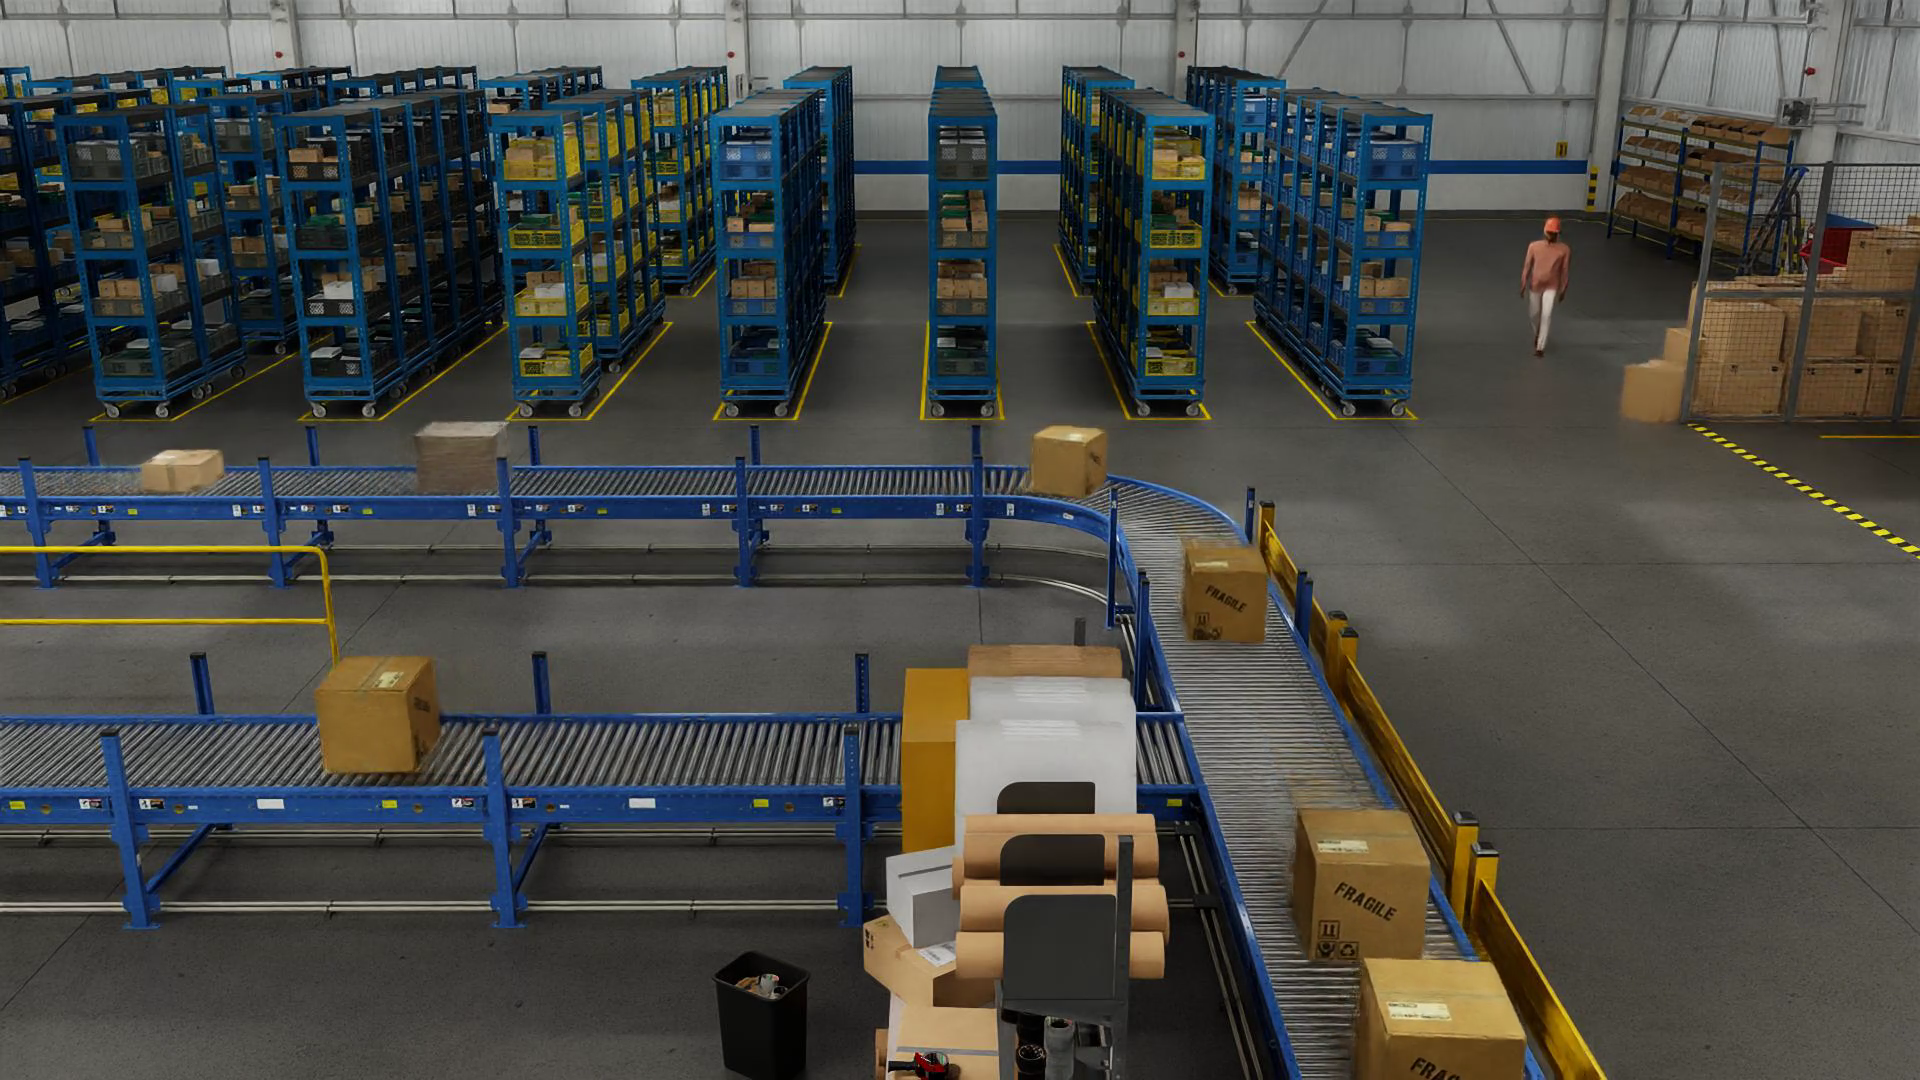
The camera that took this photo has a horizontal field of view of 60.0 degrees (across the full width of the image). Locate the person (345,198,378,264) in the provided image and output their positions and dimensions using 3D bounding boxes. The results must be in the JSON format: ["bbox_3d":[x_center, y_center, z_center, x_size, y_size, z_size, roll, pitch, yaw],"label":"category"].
[{"bbox_3d":[-9.833,-4.755,27.361,0.490,1.813,0.602,9,20,26],"label":"person"}]

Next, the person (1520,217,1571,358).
[{"bbox_3d":[8.312,-3.615,23.601,0.619,1.968,0.861,11,21,31],"label":"person"}]
